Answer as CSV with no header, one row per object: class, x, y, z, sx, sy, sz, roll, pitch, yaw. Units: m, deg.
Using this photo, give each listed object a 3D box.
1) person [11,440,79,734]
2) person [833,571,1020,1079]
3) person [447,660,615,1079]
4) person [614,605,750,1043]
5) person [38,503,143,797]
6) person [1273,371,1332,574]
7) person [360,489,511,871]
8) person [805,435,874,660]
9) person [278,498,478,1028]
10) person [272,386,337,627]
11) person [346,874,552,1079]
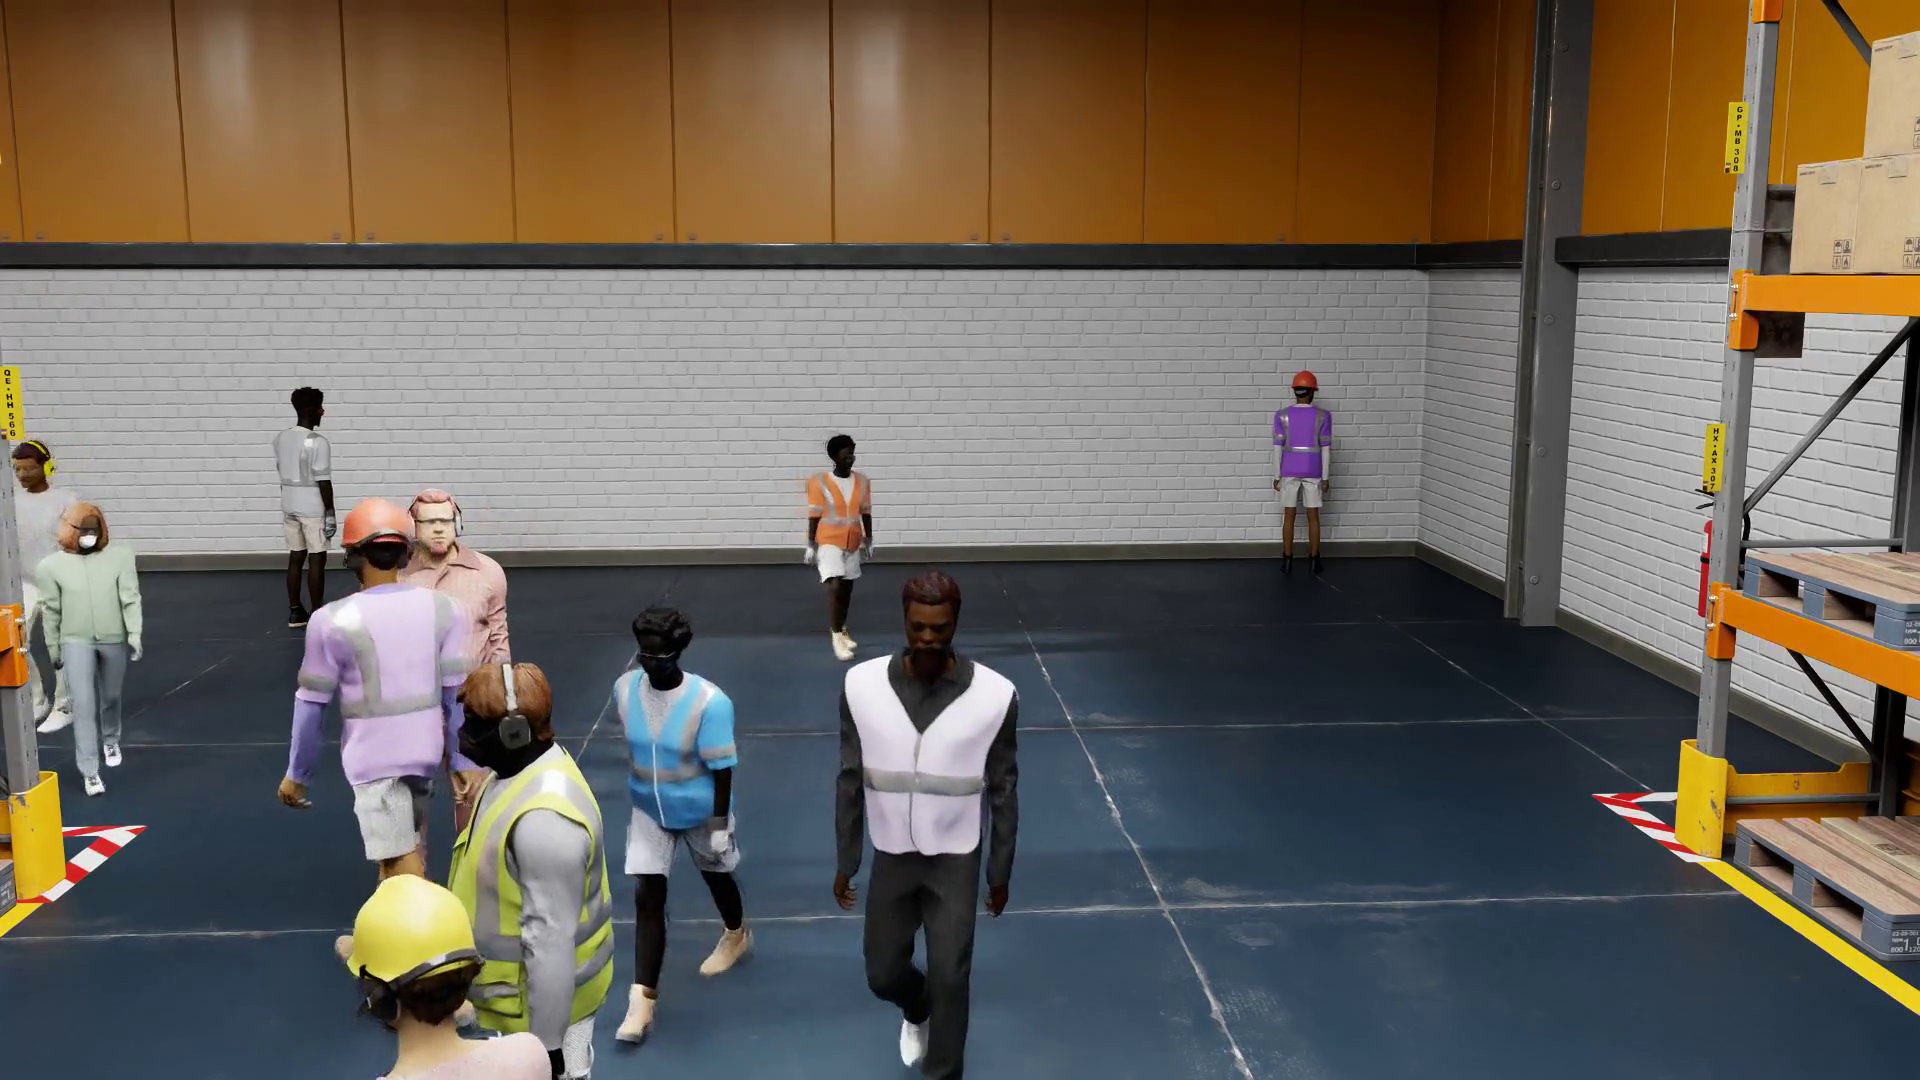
person,-5.647,0.295,10.235,0.553,1.839,0.483,0,9,2
person,-0.104,1.020,5.489,0.611,1.903,0.632,1,9,8
person,-1.149,1.220,4.462,0.430,1.836,0.632,-4,10,-22
person,-1.054,1.017,6.377,0.538,1.623,0.946,3,9,18
person,-4.856,0.568,9.325,0.491,1.589,0.863,-6,11,-34
person,3.249,-0.641,15.834,0.547,1.929,0.385,2,9,14
person,-2.287,0.723,7.328,0.642,1.913,0.410,-4,10,-26
person,-0.861,0.054,12.313,0.571,1.657,0.749,-7,11,-36
person,-2.177,0.839,6.386,1.025,1.991,0.620,7,11,36
person,-5.199,-0.247,13.285,0.608,1.962,0.378,6,11,31
person,-0.966,1.478,3.047,0.362,1.761,0.539,6,11,35
